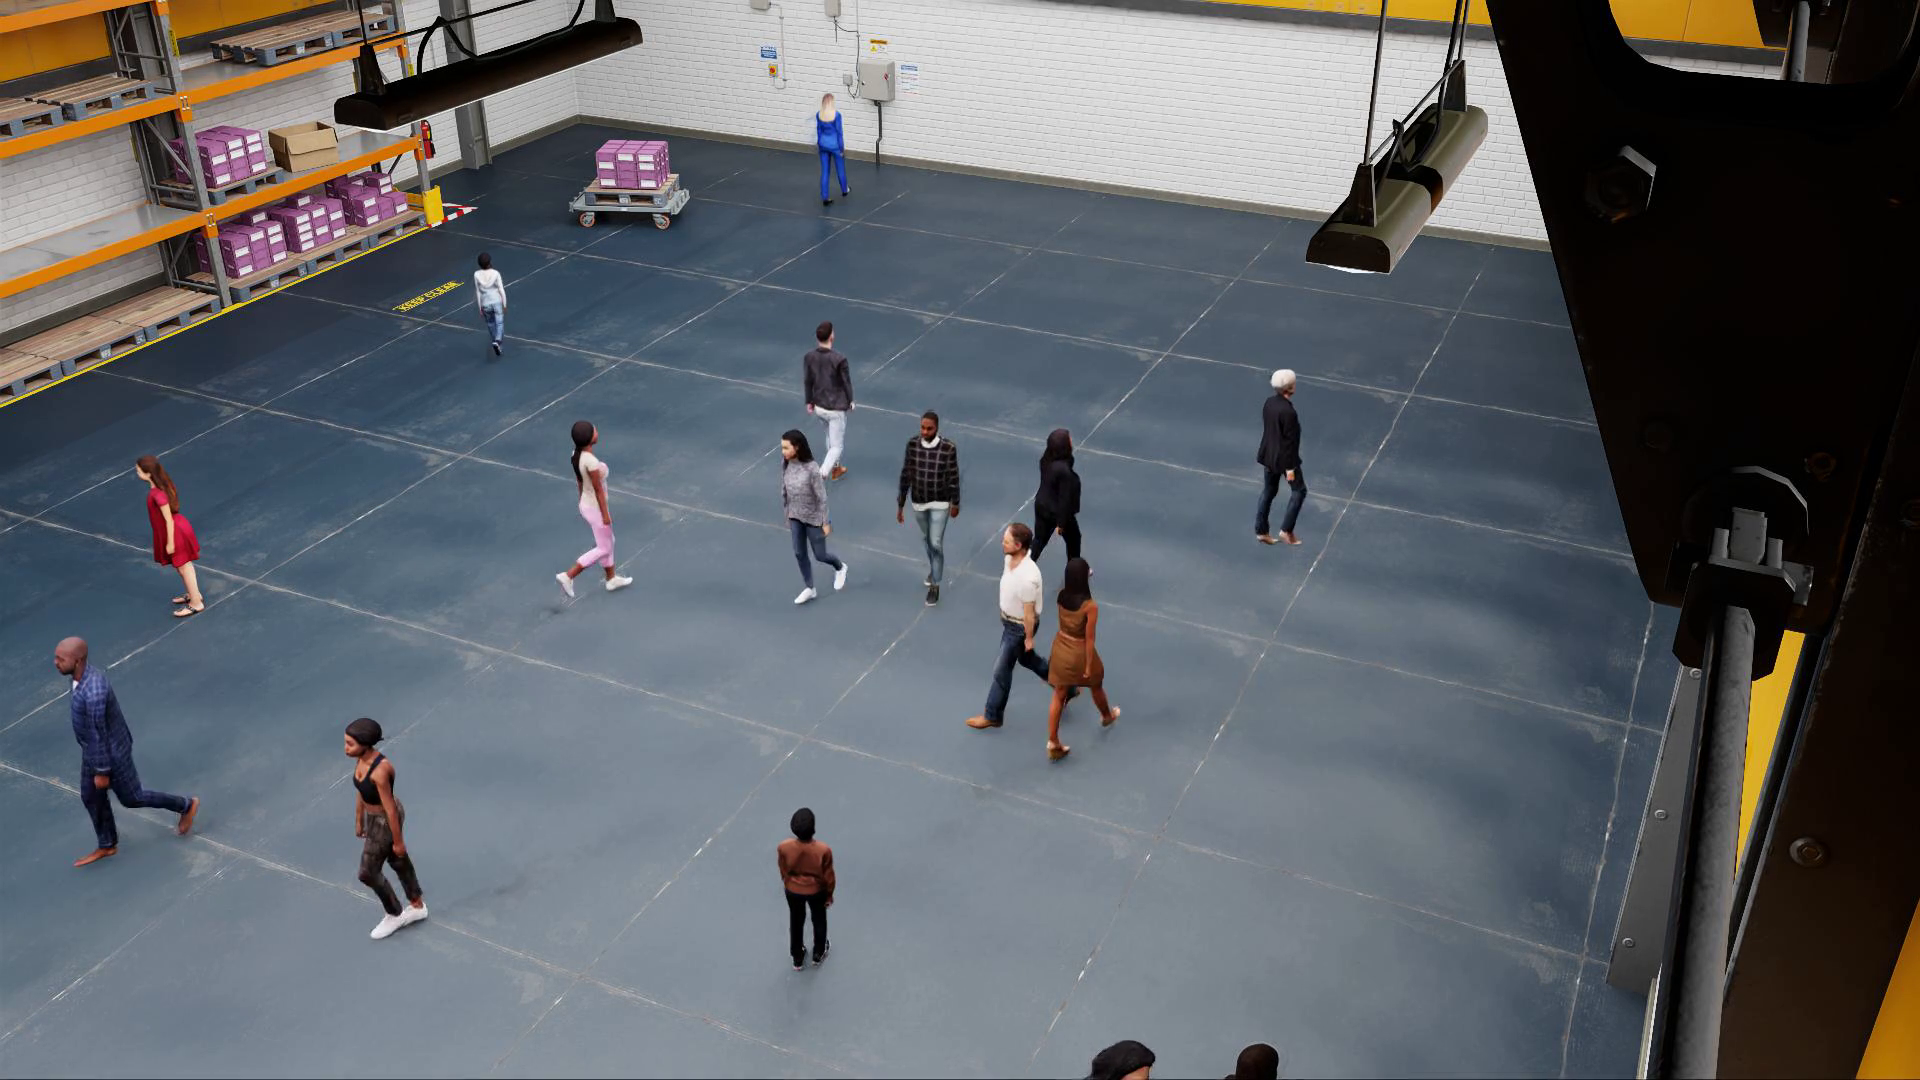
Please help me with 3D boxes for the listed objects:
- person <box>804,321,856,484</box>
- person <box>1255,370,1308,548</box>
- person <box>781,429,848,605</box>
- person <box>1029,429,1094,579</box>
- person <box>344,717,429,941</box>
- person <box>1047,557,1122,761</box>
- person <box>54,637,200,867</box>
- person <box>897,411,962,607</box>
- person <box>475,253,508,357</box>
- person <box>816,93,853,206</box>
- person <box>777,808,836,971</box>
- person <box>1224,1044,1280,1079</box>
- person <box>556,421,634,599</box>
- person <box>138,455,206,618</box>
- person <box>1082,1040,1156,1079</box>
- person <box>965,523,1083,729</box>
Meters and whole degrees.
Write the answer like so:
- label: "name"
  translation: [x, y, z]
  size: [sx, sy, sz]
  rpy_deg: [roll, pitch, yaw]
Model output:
- label: "person"
  translation: [-1.337, -1.298, 16.821]
  size: [0.661, 1.806, 1.086]
  rpy_deg: [13, 31, 23]
- label: "person"
  translation: [2.874, -0.700, 15.107]
  size: [0.872, 1.770, 0.898]
  rpy_deg: [-9, 30, -16]
- label: "person"
  translation: [-1.319, -0.233, 14.965]
  size: [0.742, 1.714, 0.861]
  rpy_deg: [16, 32, 27]
- label: "person"
  translation: [0.788, -0.219, 15.082]
  size: [1.204, 1.577, 1.057]
  rpy_deg: [-16, 33, -27]
- label: "person"
  translation: [-3.764, 1.878, 11.121]
  size: [0.778, 1.689, 0.734]
  rpy_deg: [-19, 34, -31]
- label: "person"
  translation: [0.820, 0.961, 12.851]
  size: [1.112, 1.641, 0.819]
  rpy_deg: [-24, 37, -37]
- label: "person"
  translation: [-5.959, 1.462, 11.780]
  size: [0.882, 1.788, 1.188]
  rpy_deg: [24, 37, 37]
- label: "person"
  translation: [-0.234, -0.389, 15.170]
  size: [0.709, 1.791, 0.962]
  rpy_deg: [11, 31, 20]
- label: "person"
  translation: [-5.730, -2.870, 20.288]
  size: [0.741, 1.245, 0.877]
  rpy_deg: [-4, 29, -7]
- label: "person"
  translation: [-2.024, -5.972, 25.527]
  size: [0.692, 1.674, 0.966]
  rpy_deg: [11, 30, 19]
- label: "person"
  translation: [-1.028, 2.284, 10.843]
  size: [0.597, 1.242, 0.609]
  rpy_deg: [2, 29, 5]
- label: "person"
  translation: [1.473, 3.253, 8.649]
  size: [0.653, 1.642, 0.645]
  rpy_deg: [-19, 34, -30]
- label: "person"
  translation: [-3.360, -0.235, 14.960]
  size: [1.038, 1.722, 0.896]
  rpy_deg: [-16, 33, -27]
- label: "person"
  translation: [-7.017, -0.069, 14.833]
  size: [0.747, 1.552, 0.687]
  rpy_deg: [-11, 31, -20]
- label: "person"
  translation: [0.763, 3.191, 8.603]
  size: [0.782, 1.794, 0.936]
  rpy_deg: [8, 30, 14]
- label: "person"
  translation: [0.575, 0.684, 13.175]
  size: [1.198, 1.819, 1.243]
  rpy_deg: [-4, 29, -8]
